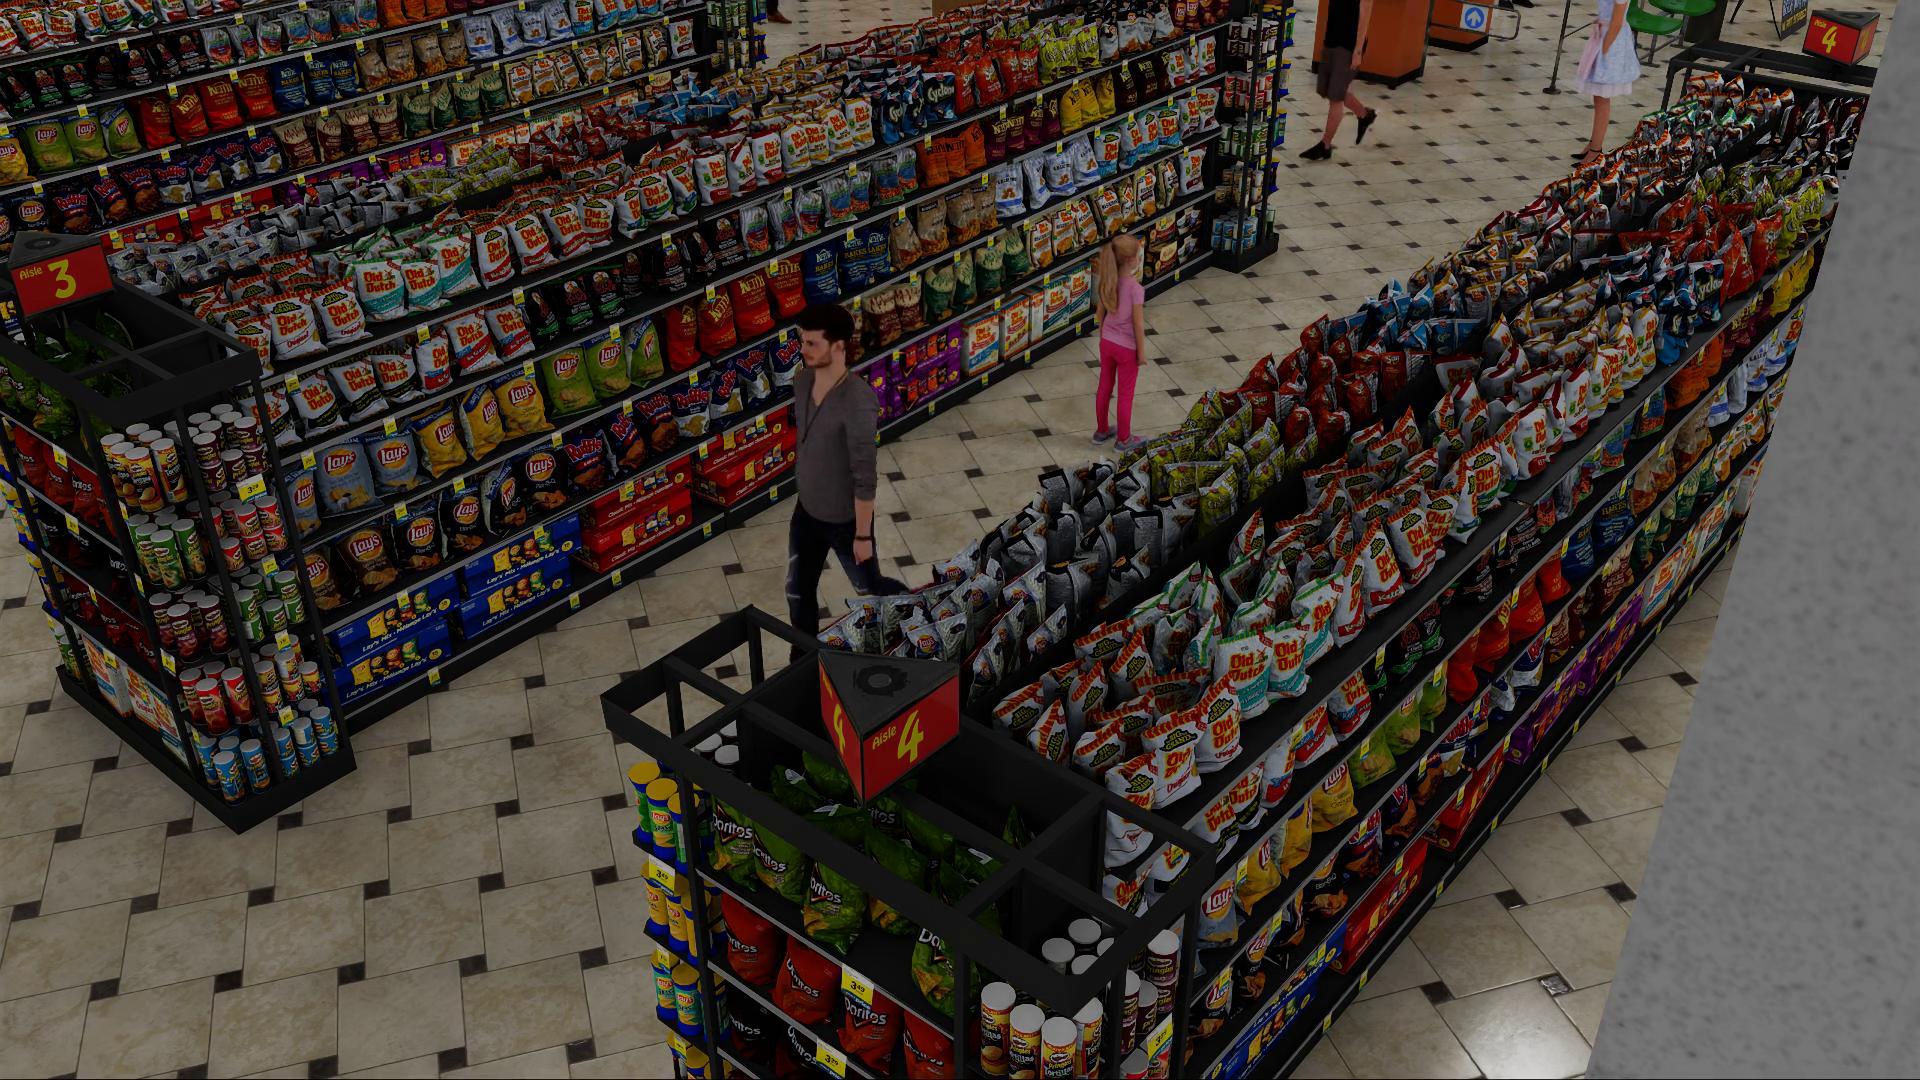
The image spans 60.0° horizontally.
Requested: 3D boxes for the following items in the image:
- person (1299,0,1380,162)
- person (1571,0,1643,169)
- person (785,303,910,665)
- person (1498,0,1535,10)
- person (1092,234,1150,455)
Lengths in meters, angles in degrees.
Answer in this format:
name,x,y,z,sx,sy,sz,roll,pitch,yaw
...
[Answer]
name,x,y,z,sx,sy,sz,roll,pitch,yaw
person,3.169,-3.997,13.418,1.123,1.847,0.949,-13,34,-20
person,5.161,-3.869,13.240,0.860,1.818,0.772,11,34,18
person,-0.454,-0.148,7.205,1.237,1.875,0.844,-24,39,-33
person,6.018,-6.588,17.607,0.682,1.820,0.809,-11,34,-17
person,0.892,-1.101,9.305,0.532,1.275,0.509,-26,40,-35
